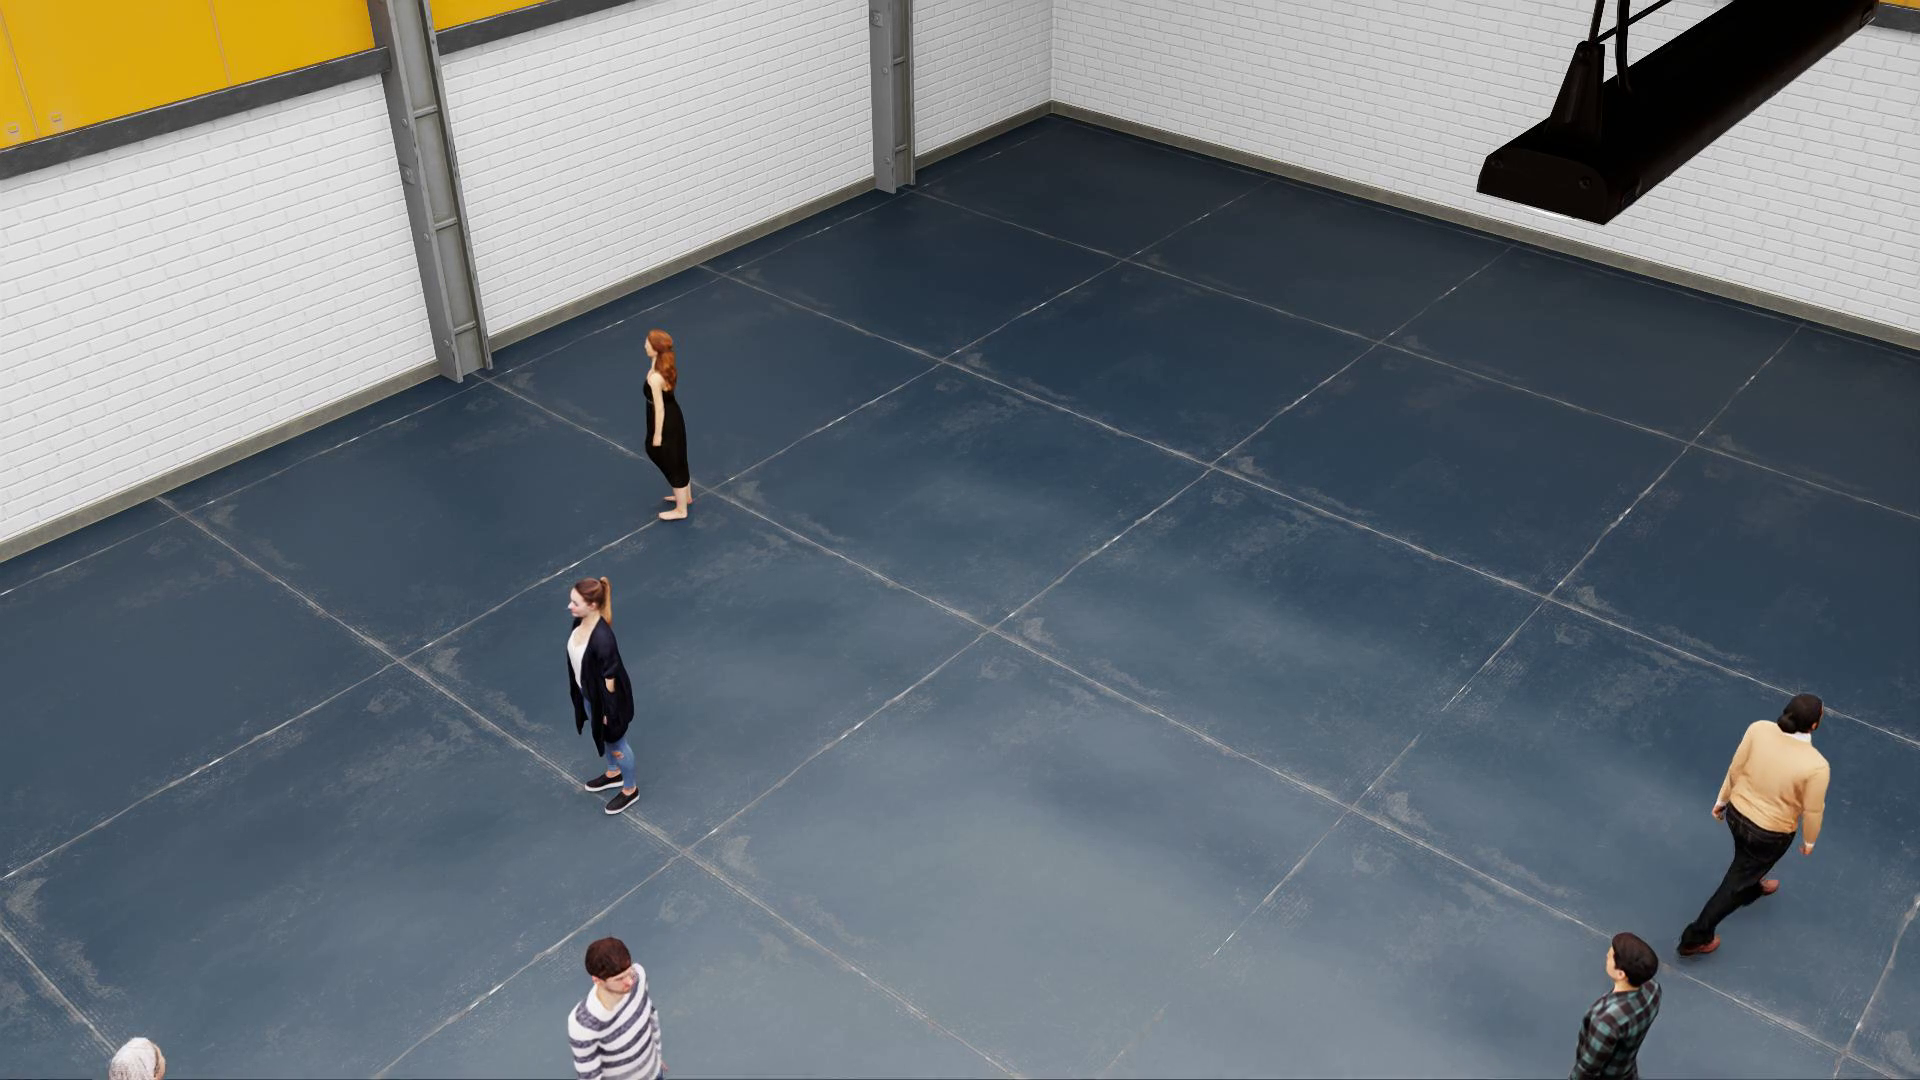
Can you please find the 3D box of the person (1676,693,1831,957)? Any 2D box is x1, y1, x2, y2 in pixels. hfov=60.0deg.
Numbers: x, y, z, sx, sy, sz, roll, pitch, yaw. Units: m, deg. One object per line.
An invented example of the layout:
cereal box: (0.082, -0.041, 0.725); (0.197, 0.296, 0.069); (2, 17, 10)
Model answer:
person: (4.361, 1.610, 9.192); (1.270, 1.706, 0.977); (-16, 37, -22)

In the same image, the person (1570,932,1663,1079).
person: (3.092, 2.563, 7.985); (0.552, 1.702, 0.744); (-28, 43, -35)

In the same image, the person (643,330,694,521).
person: (-2.294, -0.908, 13.054); (0.742, 1.624, 0.660); (3, 34, 5)

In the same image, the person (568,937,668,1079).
person: (-1.572, 2.500, 7.727); (0.746, 1.845, 0.562); (16, 37, 22)

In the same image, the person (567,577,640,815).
person: (-2.191, 0.938, 10.223); (0.647, 1.684, 0.685); (-21, 39, -28)
